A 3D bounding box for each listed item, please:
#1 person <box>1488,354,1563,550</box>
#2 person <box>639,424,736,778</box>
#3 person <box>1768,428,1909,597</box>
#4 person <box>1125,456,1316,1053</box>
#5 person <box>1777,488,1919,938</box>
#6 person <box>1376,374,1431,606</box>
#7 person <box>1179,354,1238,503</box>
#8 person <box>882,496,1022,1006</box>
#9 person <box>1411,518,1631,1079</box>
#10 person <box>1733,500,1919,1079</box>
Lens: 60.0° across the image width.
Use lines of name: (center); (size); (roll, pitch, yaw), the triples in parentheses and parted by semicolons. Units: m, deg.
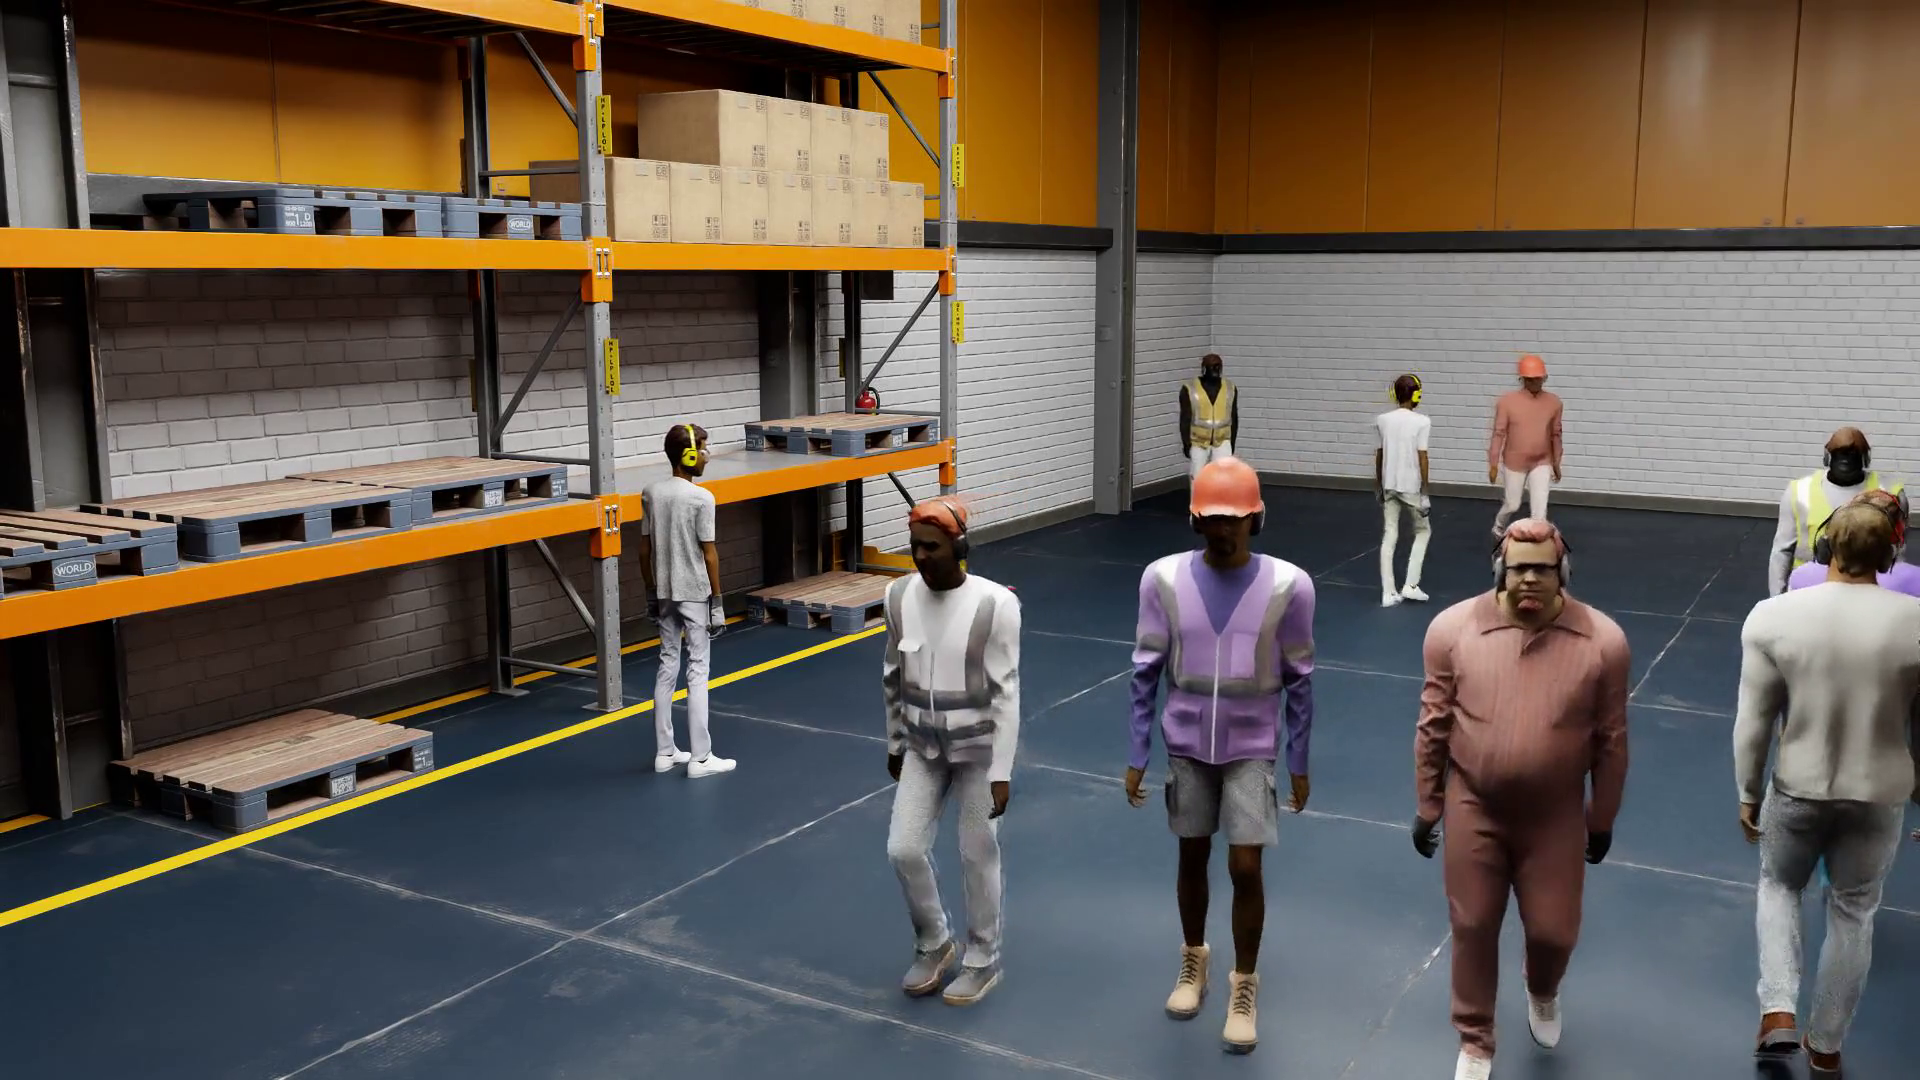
person: (5.090, -0.722, 15.024); (0.664, 1.953, 0.880); (1, 9, 3)
person: (-1.453, 0.319, 8.785); (0.533, 1.863, 0.317); (6, 11, 32)
person: (4.671, 0.320, 8.915); (0.655, 1.816, 0.811); (6, 11, 34)
person: (0.893, 0.722, 5.762); (0.627, 2.042, 0.495); (3, 10, 19)
person: (3.597, 0.694, 6.651); (0.585, 1.803, 0.968); (7, 11, 35)
person: (3.585, -0.401, 13.303); (0.603, 1.850, 0.565); (-9, 12, -43)
person: (2.573, -0.991, 17.099); (0.628, 1.814, 0.805); (0, 9, -2)
person: (-0.040, 0.767, 5.978); (0.614, 1.866, 0.472); (5, 10, 27)
person: (1.802, 0.851, 5.394); (0.650, 1.893, 0.519); (3, 10, 19)
person: (2.879, 0.822, 5.461); (0.632, 1.920, 0.428); (4, 10, 25)
